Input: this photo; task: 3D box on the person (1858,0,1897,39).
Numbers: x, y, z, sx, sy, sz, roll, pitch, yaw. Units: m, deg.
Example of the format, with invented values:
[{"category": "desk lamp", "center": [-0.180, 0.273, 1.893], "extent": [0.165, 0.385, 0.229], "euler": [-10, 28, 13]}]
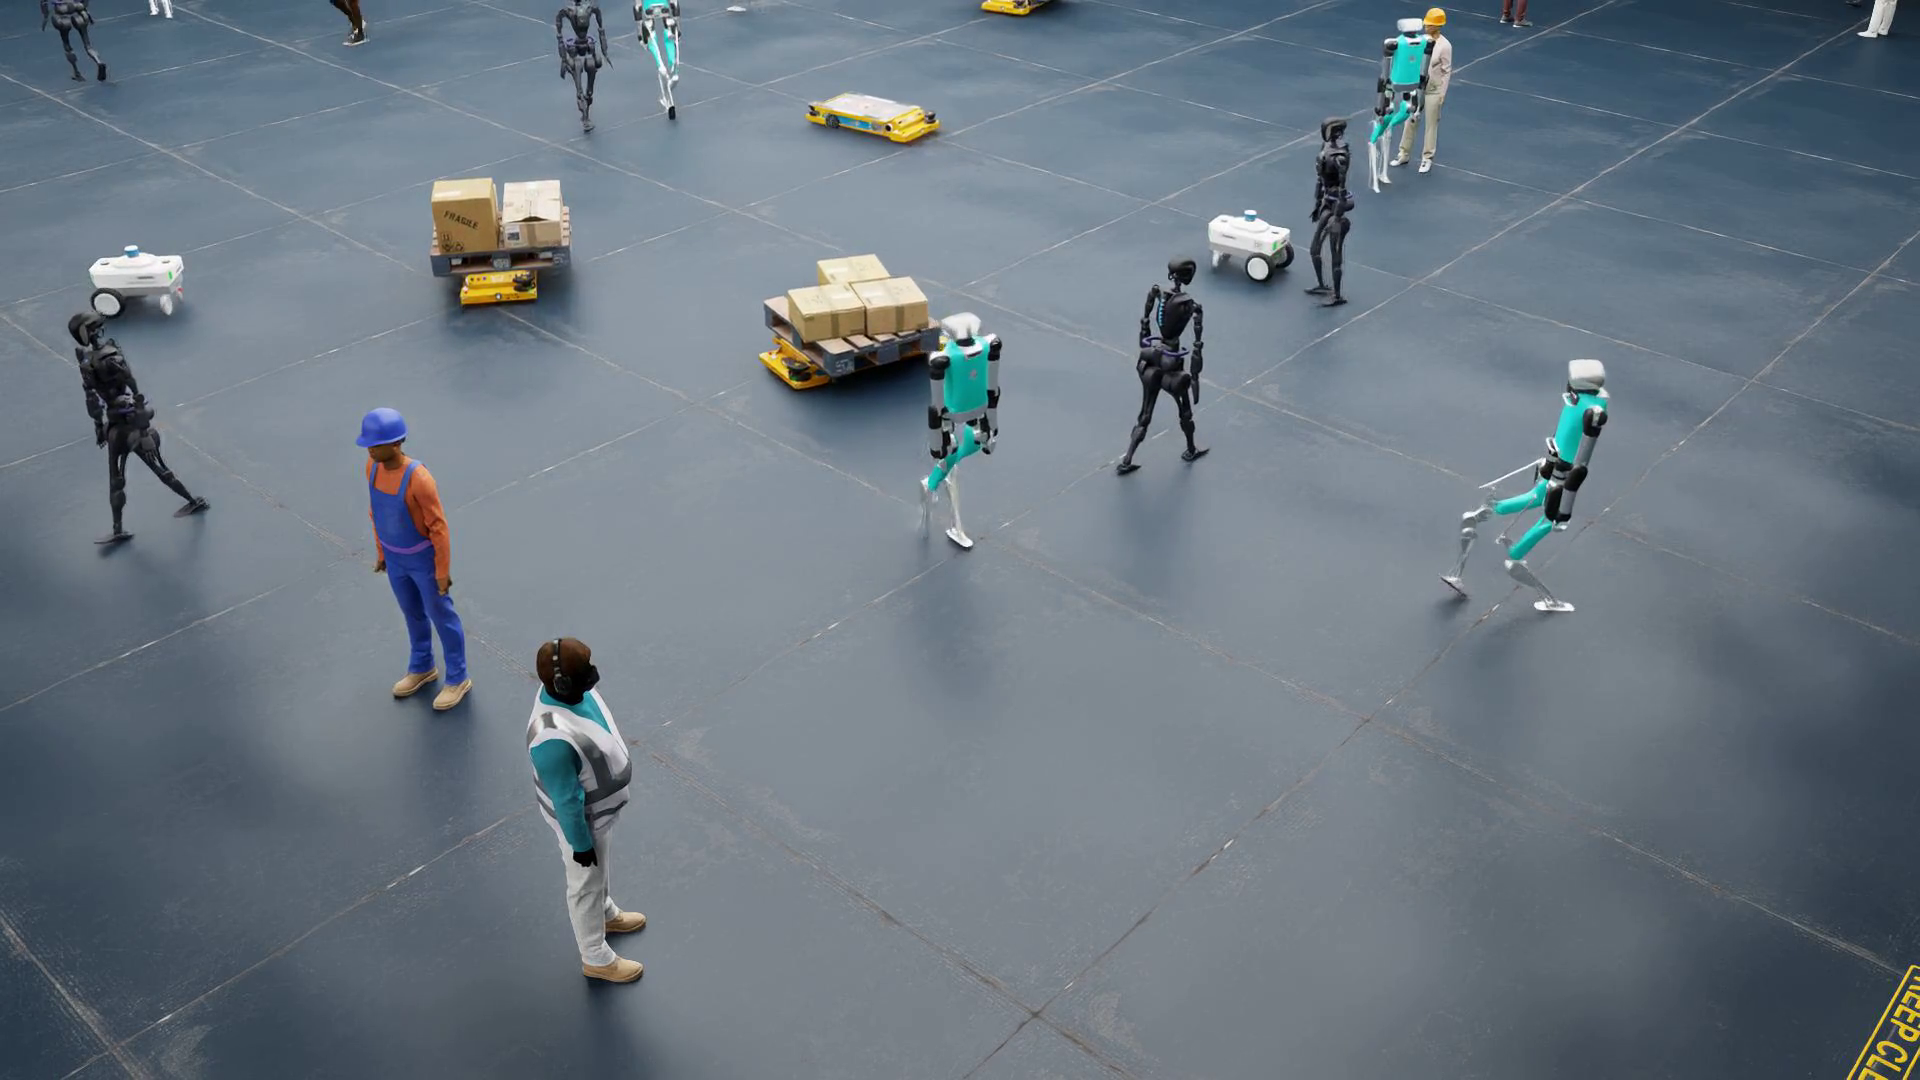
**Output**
[{"category": "person", "center": [12.225, -7.430, 21.819], "extent": [0.521, 1.637, 0.304], "euler": [-16, 35, -25]}]

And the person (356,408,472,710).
[{"category": "person", "center": [-3.099, 0.102, 9.436], "extent": [0.522, 1.910, 0.369], "euler": [17, 36, 25]}]

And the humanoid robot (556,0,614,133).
[{"category": "humanoid robot", "center": [-4.159, -5.377, 18.508], "extent": [0.601, 1.632, 0.740], "euler": [-17, 36, -26]}]

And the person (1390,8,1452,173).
[{"category": "person", "center": [4.868, -4.697, 17.364], "extent": [0.473, 1.695, 0.327], "euler": [26, 40, 35]}]

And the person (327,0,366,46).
[{"category": "person", "center": [-8.003, -7.381, 21.441], "extent": [0.610, 1.951, 0.420], "euler": [23, 38, 32]}]

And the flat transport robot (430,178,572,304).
[{"category": "flat transport robot", "center": [-4.163, -2.543, 15.249], "extent": [0.659, 0.231, 1.431], "euler": [-6, 32, -10]}]

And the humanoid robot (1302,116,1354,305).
[{"category": "humanoid robot", "center": [3.240, -2.851, 14.410], "extent": [0.415, 1.643, 0.603], "euler": [-3, 32, -5]}]

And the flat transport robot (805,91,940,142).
[{"category": "flat transport robot", "center": [-1.001, -4.814, 18.905], "extent": [1.431, 0.231, 0.659], "euler": [20, 37, 29]}]

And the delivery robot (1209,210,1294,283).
[{"category": "delivery robot", "center": [2.669, -2.707, 15.258], "extent": [0.784, 0.612, 0.524], "euler": [20, 37, 29]}]

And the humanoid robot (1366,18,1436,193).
[{"category": "humanoid robot", "center": [4.392, -4.441, 16.913], "extent": [0.535, 1.791, 0.767], "euler": [-7, 32, -10]}]

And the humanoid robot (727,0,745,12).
[{"category": "humanoid robot", "center": [-3.067, -8.047, 22.792], "extent": [0.737, 1.870, 0.538], "euler": [7, 32, 11]}]

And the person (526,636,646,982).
[{"category": "person", "center": [-1.713, 1.229, 7.684], "extent": [0.429, 1.846, 0.624], "euler": [-2, 32, -4]}]

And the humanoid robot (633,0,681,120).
[{"category": "humanoid robot", "center": [-3.375, -5.712, 18.976], "extent": [0.541, 1.765, 0.970], "euler": [-11, 34, -18]}]

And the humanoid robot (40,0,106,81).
[{"category": "humanoid robot", "center": [-10.749, -6.352, 20.063], "extent": [0.560, 1.645, 0.599], "euler": [24, 39, 33]}]

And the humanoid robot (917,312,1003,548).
[{"category": "humanoid robot", "center": [-0.091, -0.679, 10.970], "extent": [0.548, 1.902, 0.724], "euler": [-20, 37, -29]}]

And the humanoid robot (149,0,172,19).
[{"category": "humanoid robot", "center": [-11.090, -8.052, 22.676], "extent": [0.547, 1.753, 0.680], "euler": [-8, 33, -13]}]

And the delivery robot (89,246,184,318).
[{"category": "delivery robot", "center": [-7.203, -2.266, 14.535], "extent": [0.769, 0.598, 0.530], "euler": [-3, 32, -4]}]

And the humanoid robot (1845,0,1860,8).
[{"category": "humanoid robot", "center": [12.812, -8.140, 22.959], "extent": [0.735, 1.629, 0.610], "euler": [-14, 34, -21]}]

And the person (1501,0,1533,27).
[{"category": "person", "center": [7.608, -7.822, 22.295], "extent": [0.381, 1.806, 0.550], "euler": [-15, 35, -23]}]

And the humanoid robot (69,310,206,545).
[{"category": "humanoid robot", "center": [-5.569, -0.763, 11.101], "extent": [0.612, 1.633, 0.796], "euler": [17, 36, 25]}]

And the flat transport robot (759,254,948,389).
[{"category": "flat transport robot", "center": [-0.874, -1.595, 13.722], "extent": [1.431, 0.231, 0.659], "euler": [-19, 36, -27]}]

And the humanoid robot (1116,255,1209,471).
[{"category": "humanoid robot", "center": [1.483, -1.266, 11.918], "extent": [0.781, 1.630, 0.615], "euler": [-25, 40, -34]}]

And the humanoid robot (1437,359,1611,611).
[{"category": "humanoid robot", "center": [3.429, -0.294, 10.285], "extent": [1.020, 1.780, 0.532], "euler": [3, 32, 4]}]

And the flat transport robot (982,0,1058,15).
[{"category": "flat transport robot", "center": [0.941, -7.736, 23.611], "extent": [0.659, 0.231, 1.431], "euler": [17, 36, 26]}]
